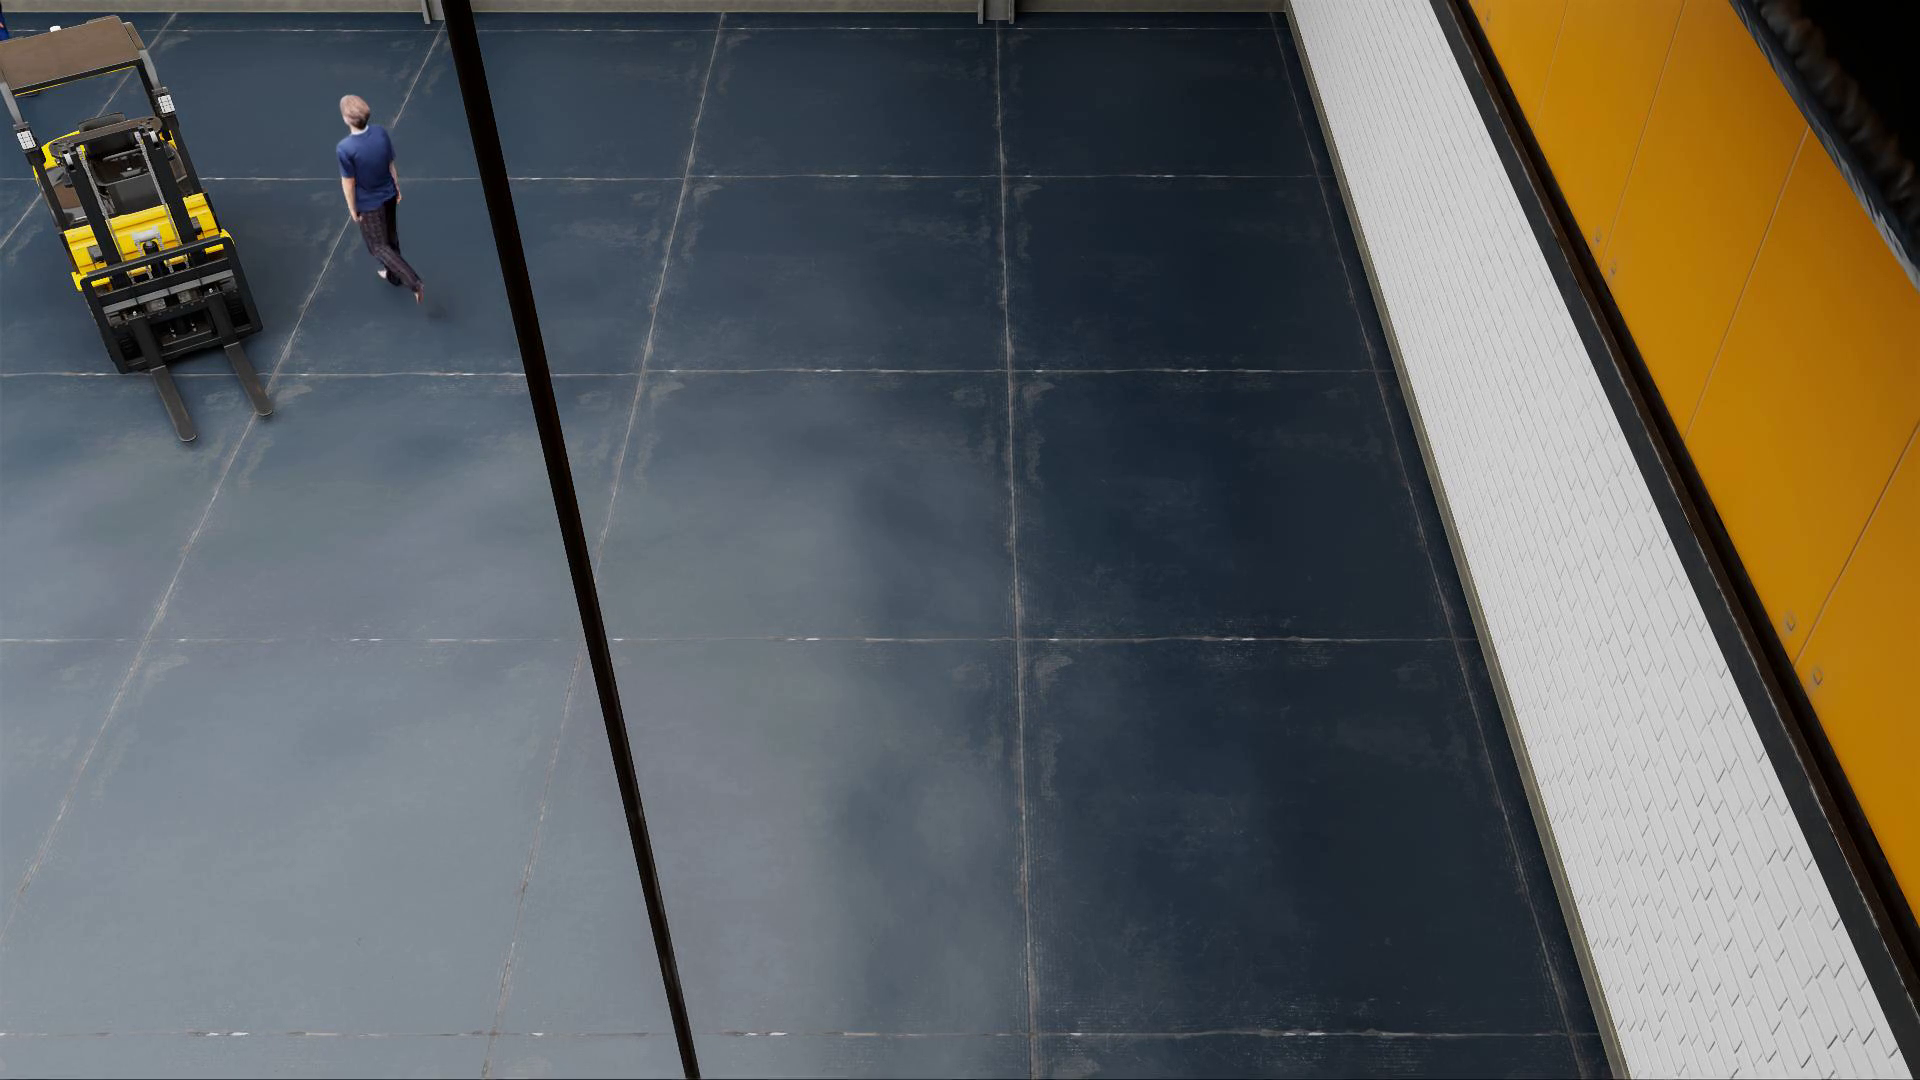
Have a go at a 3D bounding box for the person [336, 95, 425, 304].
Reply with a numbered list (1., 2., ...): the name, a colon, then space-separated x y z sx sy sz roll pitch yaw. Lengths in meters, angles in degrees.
1. person: -4.762 -2.775 13.727 1.150 1.846 1.035 29 51 27
